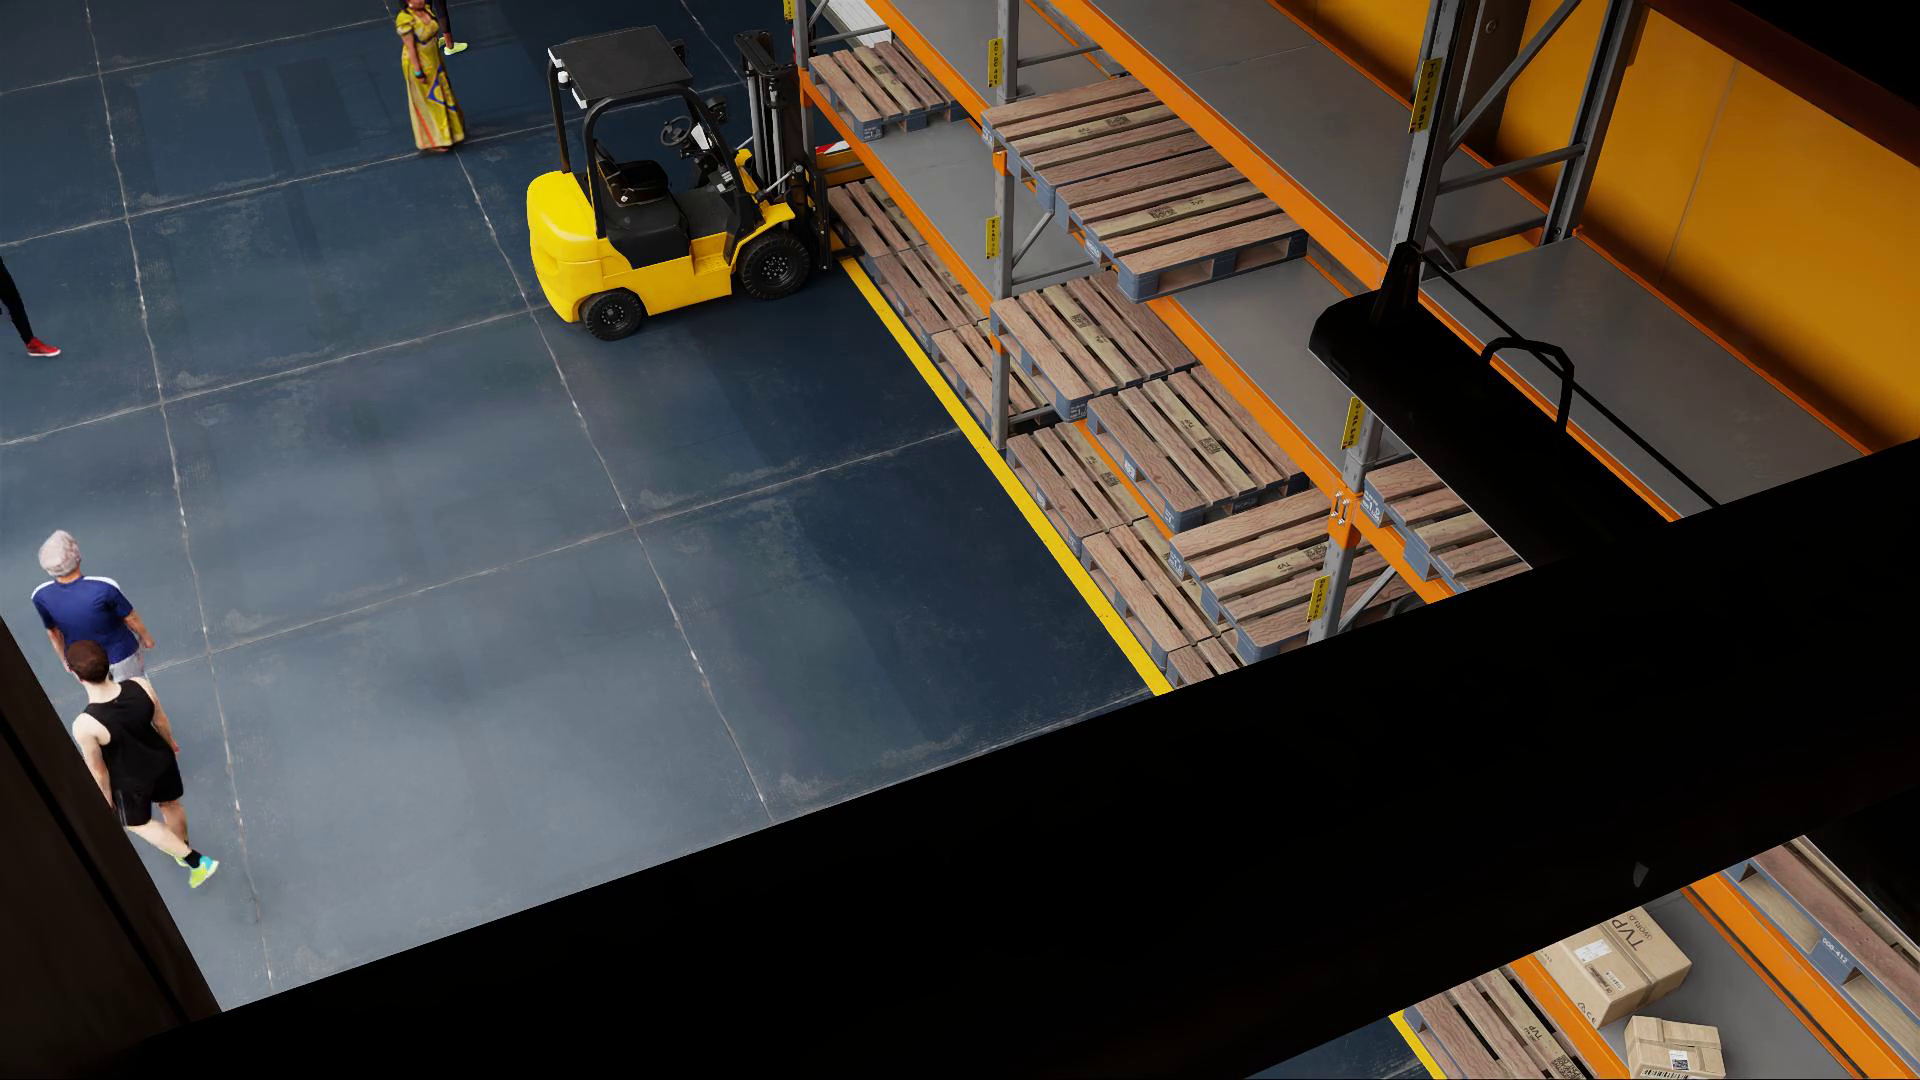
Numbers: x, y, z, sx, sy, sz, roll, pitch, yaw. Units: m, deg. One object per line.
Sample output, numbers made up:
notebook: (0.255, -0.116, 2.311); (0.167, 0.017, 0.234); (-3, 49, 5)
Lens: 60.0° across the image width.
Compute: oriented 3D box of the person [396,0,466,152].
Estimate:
person: (-5.056, -4.497, 15.707); (1.070, 1.655, 0.971); (8, 44, 9)

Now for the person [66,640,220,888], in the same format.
person: (-4.616, 1.322, 9.435); (1.041, 1.881, 0.966); (19, 47, 19)

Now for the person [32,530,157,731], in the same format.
person: (-5.197, 0.739, 10.088); (0.704, 1.824, 0.674); (-8, 44, -9)

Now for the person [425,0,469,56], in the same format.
person: (-5.469, -5.846, 17.049); (0.621, 1.757, 0.702); (20, 47, 20)
